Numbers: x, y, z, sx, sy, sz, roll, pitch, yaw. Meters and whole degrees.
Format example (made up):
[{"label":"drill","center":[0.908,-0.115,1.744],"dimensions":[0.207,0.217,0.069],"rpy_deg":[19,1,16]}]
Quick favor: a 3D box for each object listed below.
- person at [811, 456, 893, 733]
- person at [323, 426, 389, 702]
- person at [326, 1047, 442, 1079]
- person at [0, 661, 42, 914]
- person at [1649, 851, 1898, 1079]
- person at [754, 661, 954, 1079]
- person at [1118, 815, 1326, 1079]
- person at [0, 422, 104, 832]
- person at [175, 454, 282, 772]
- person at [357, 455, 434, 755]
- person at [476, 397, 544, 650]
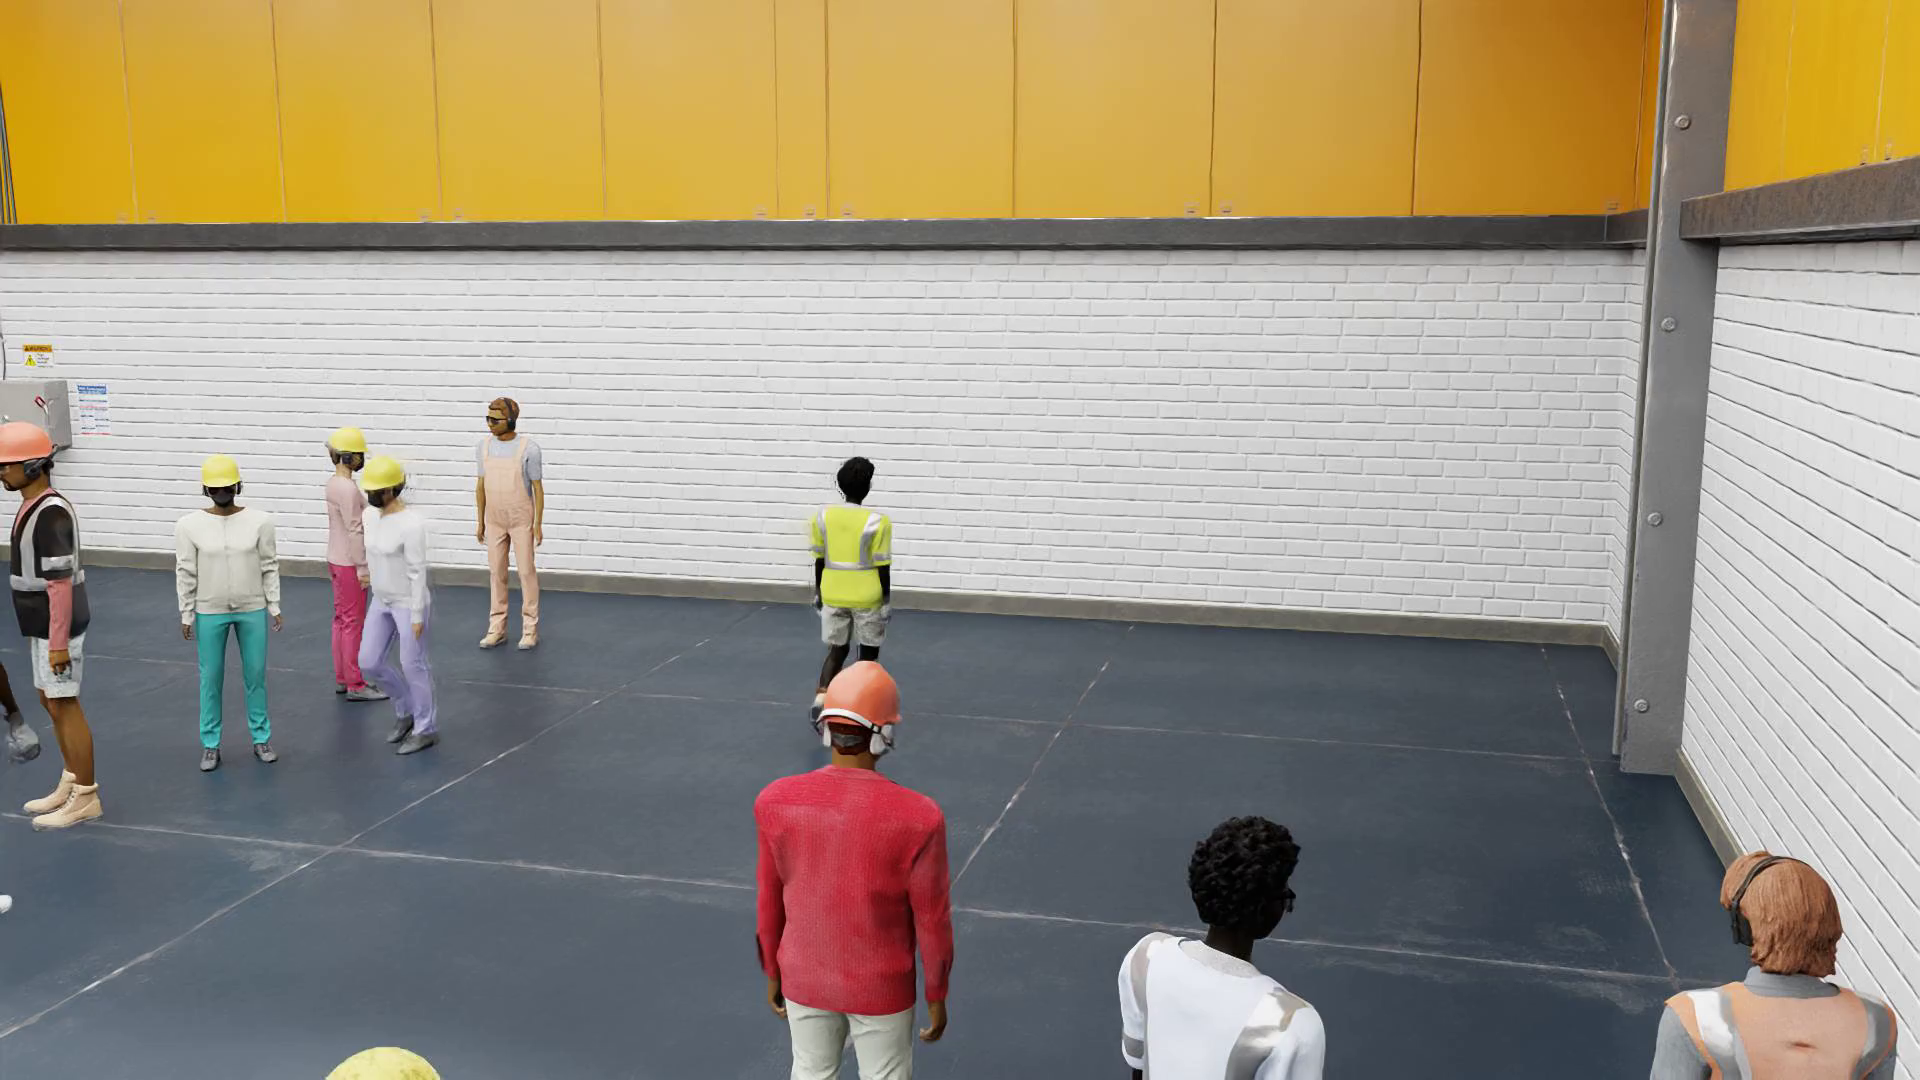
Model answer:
[{"label":"person","center":[-0.645,0.345,9.778],"dimensions":[0.538,1.677,0.540],"rpy_deg":[4,10,23]},{"label":"person","center":[-3.899,0.153,10.685],"dimensions":[0.312,1.768,0.524],"rpy_deg":[-6,12,-33]},{"label":"person","center":[-0.738,1.582,2.371],"dimensions":[0.478,1.726,0.666],"rpy_deg":[-5,11,-27]},{"label":"person","center":[-4.109,0.773,6.823],"dimensions":[0.575,1.830,0.811],"rpy_deg":[2,10,10]},{"label":"person","center":[1.654,1.448,3.455],"dimensions":[0.525,1.632,0.317],"rpy_deg":[-1,10,-6]},{"label":"person","center":[-0.284,1.195,4.626],"dimensions":[0.573,1.739,0.355],"rpy_deg":[3,10,17]},{"label":"person","center":[0.550,1.407,3.534],"dimensions":[0.320,1.686,0.538],"rpy_deg":[-8,13,-40]},{"label":"person","center":[-4.560,0.427,8.279],"dimensions":[0.403,2.036,0.615],"rpy_deg":[-7,12,-36]},{"label":"person","center":[-4.045,0.398,9.238],"dimensions":[0.531,1.767,0.328],"rpy_deg":[-5,11,-29]},{"label":"person","center":[-3.200,0.371,9.444],"dimensions":[0.535,1.745,0.414],"rpy_deg":[6,11,31]},{"label":"person","center":[-3.264,-0.119,12.059],"dimensions":[0.507,1.842,0.351],"rpy_deg":[2,10,10]}]
